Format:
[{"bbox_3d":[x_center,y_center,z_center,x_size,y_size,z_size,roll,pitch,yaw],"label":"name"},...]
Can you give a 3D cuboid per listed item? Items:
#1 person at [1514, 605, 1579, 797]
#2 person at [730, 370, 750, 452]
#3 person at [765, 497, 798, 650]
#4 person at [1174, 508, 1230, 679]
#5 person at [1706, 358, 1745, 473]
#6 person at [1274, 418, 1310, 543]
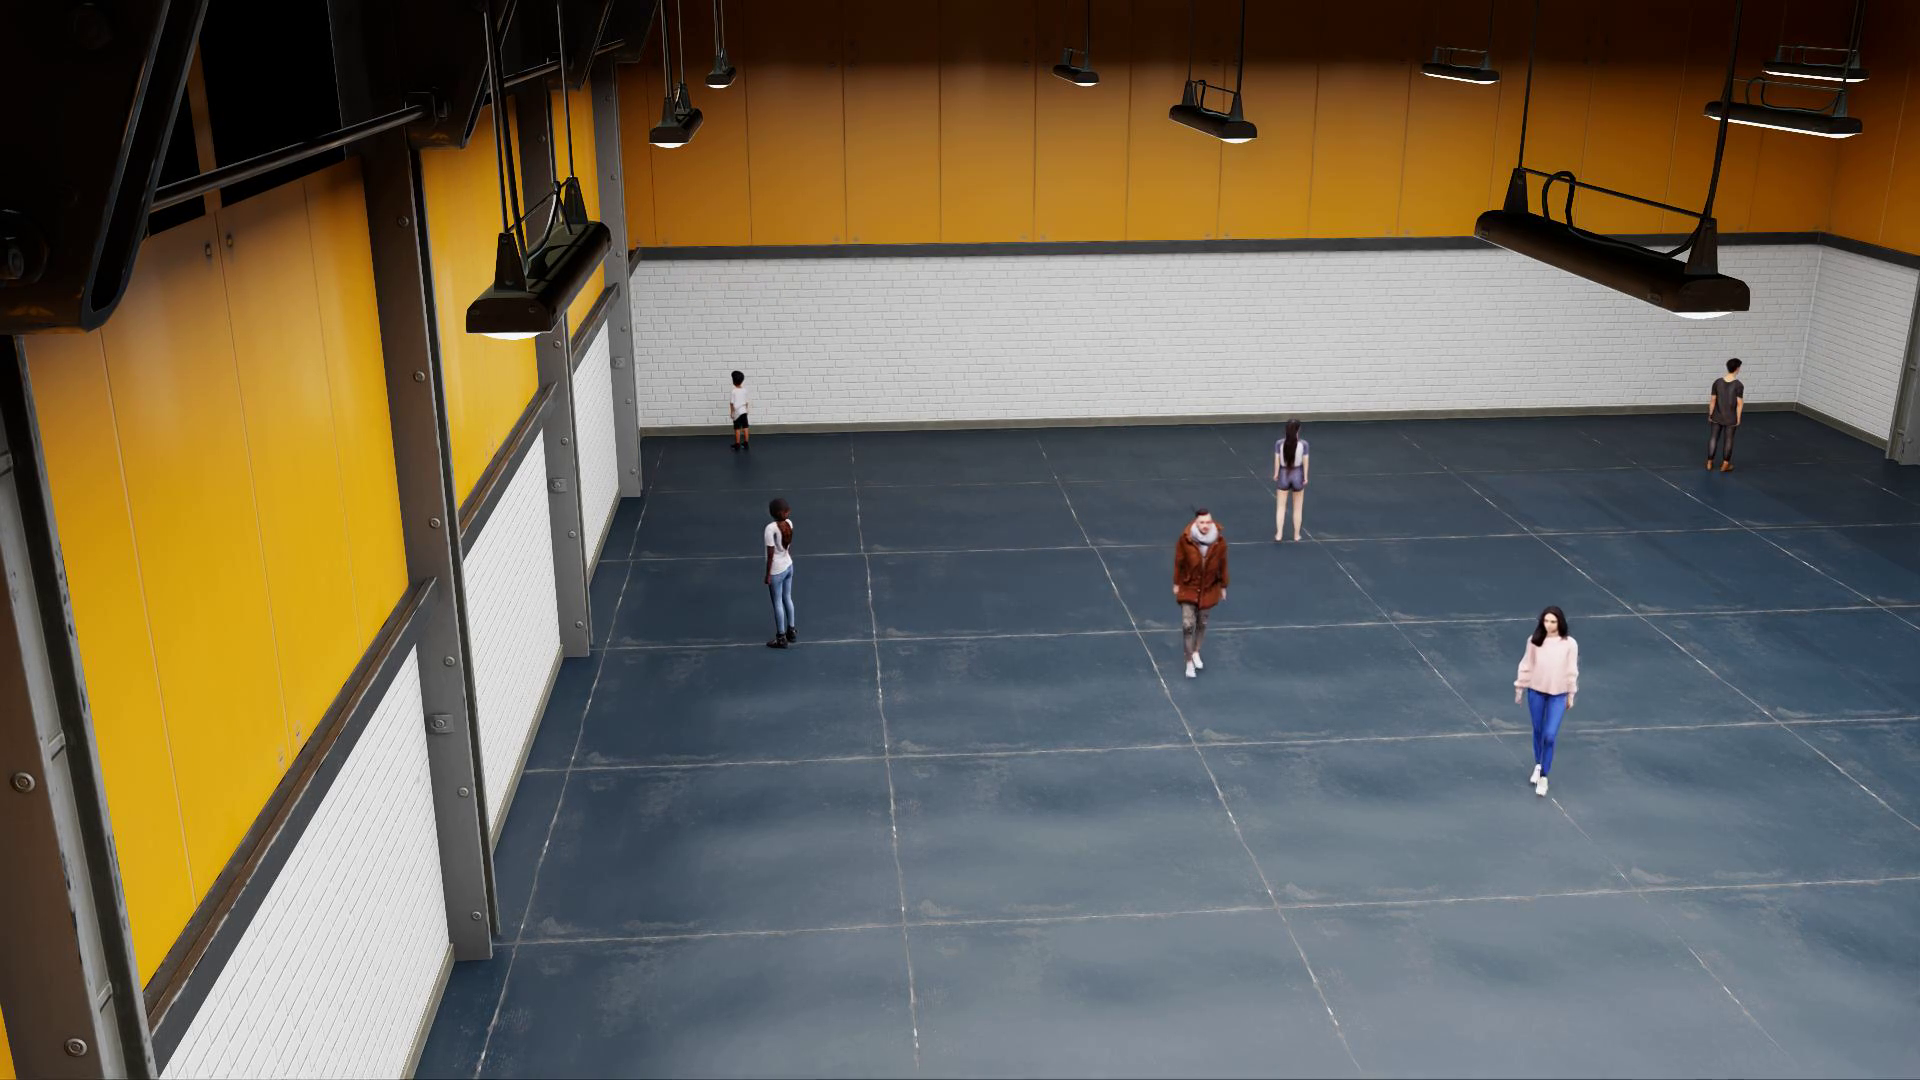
[{"bbox_3d":[5.389,1.403,15.202,0.902,1.750,0.970,12,22,31],"label":"person"},{"bbox_3d":[-3.469,-2.044,26.210,0.564,1.256,0.607,-14,23,-36],"label":"person"},{"bbox_3d":[-1.989,0.346,18.389,0.729,1.718,0.633,10,21,26],"label":"person"},{"bbox_3d":[2.527,0.512,17.743,0.711,1.817,0.822,-2,19,-6],"label":"person"},{"bbox_3d":[11.523,-1.889,25.039,0.698,1.710,0.764,16,24,39],"label":"person"},{"bbox_3d":[4.350,-0.790,21.870,0.654,1.650,0.619,5,19,13],"label":"person"}]
